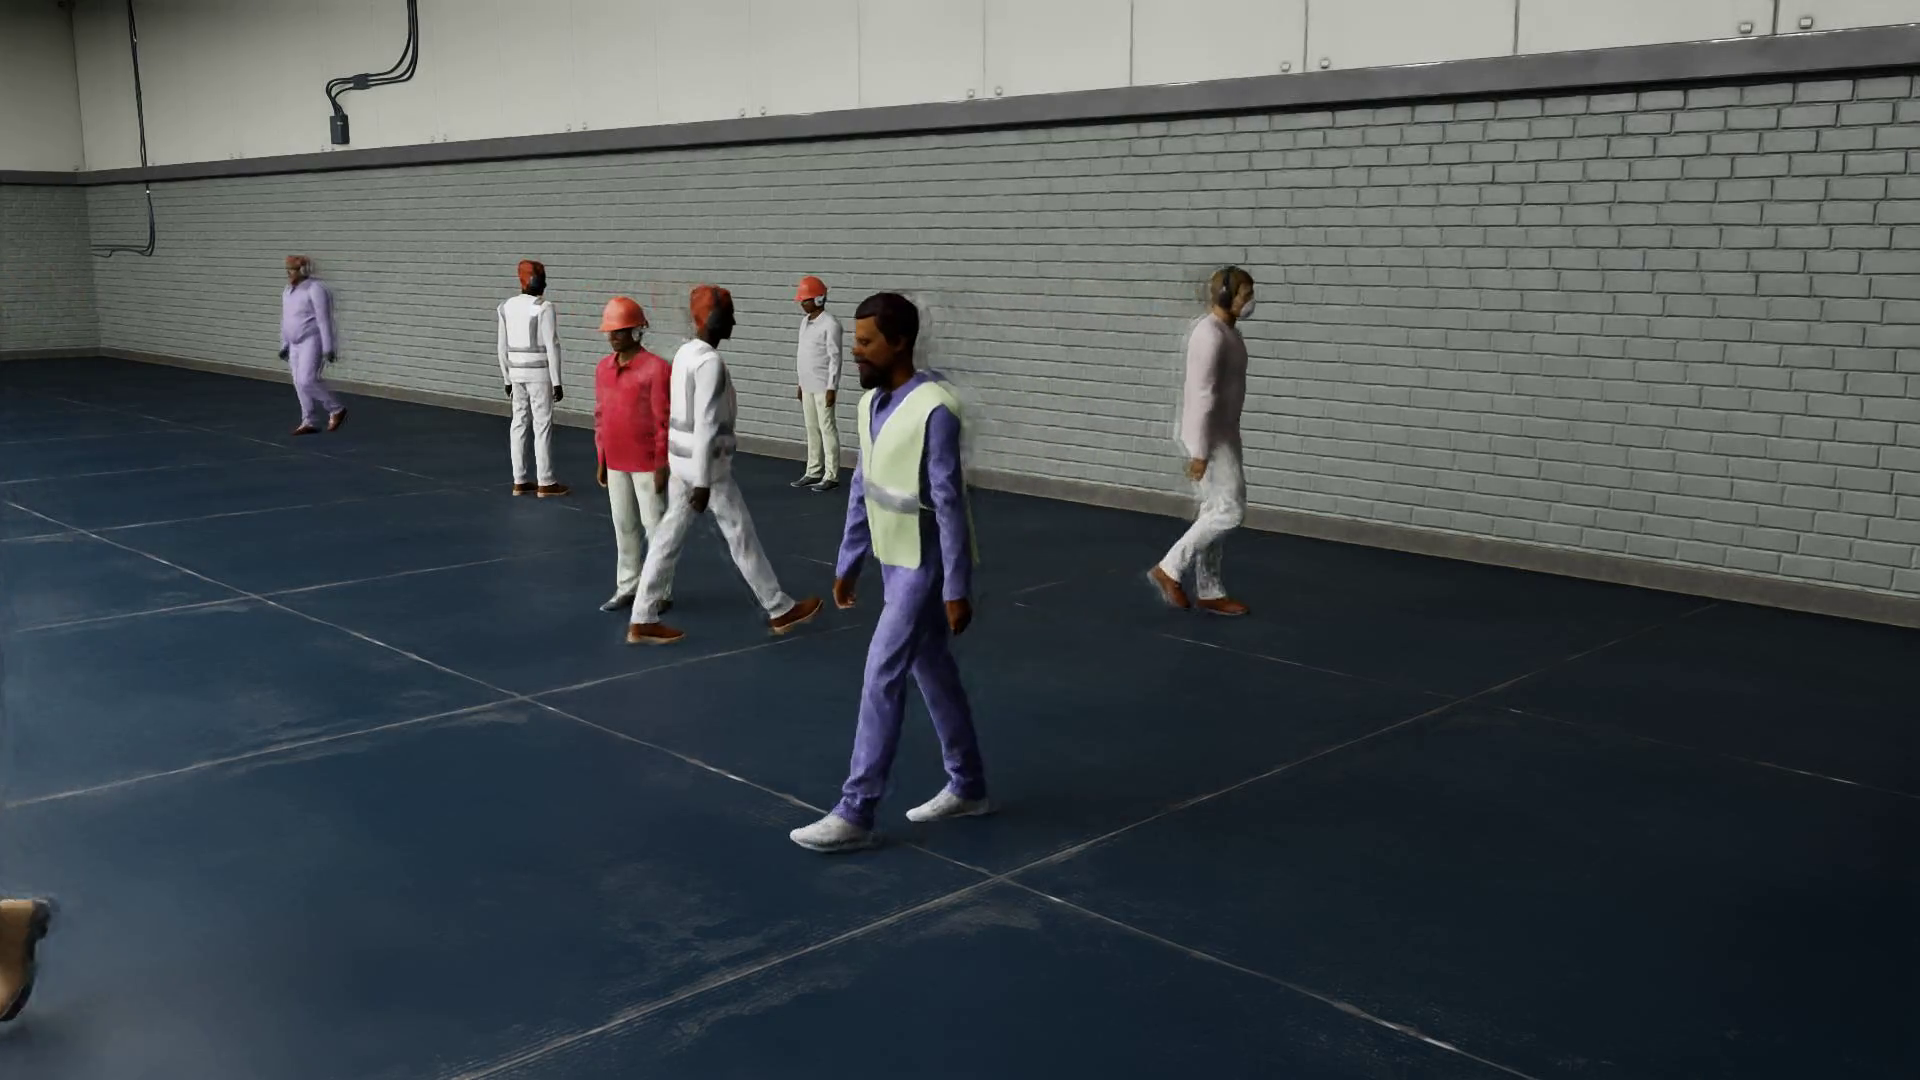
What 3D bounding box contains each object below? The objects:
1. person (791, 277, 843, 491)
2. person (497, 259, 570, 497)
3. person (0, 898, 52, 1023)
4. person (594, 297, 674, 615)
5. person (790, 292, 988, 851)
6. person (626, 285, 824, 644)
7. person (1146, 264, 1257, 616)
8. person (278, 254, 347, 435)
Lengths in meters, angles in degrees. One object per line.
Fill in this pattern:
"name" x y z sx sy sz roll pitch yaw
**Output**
"person" -1.182 -1.274 13.599 0.338 1.742 0.562 -7 13 -35
"person" -3.409 -1.281 13.257 0.582 1.882 0.338 6 12 28
"person" -2.608 0.373 3.888 0.615 2.024 0.869 5 12 27
"person" -1.798 -0.451 9.100 0.565 1.745 0.348 7 13 34
"person" -0.267 0.109 5.695 0.909 1.872 0.616 -5 11 -24
"person" -1.255 -0.375 8.483 1.051 1.819 0.600 -5 12 -27
"person" 1.364 -0.518 9.001 0.475 1.927 0.642 3 11 16
"person" -6.792 -2.027 17.320 0.669 1.888 0.462 8 13 38
